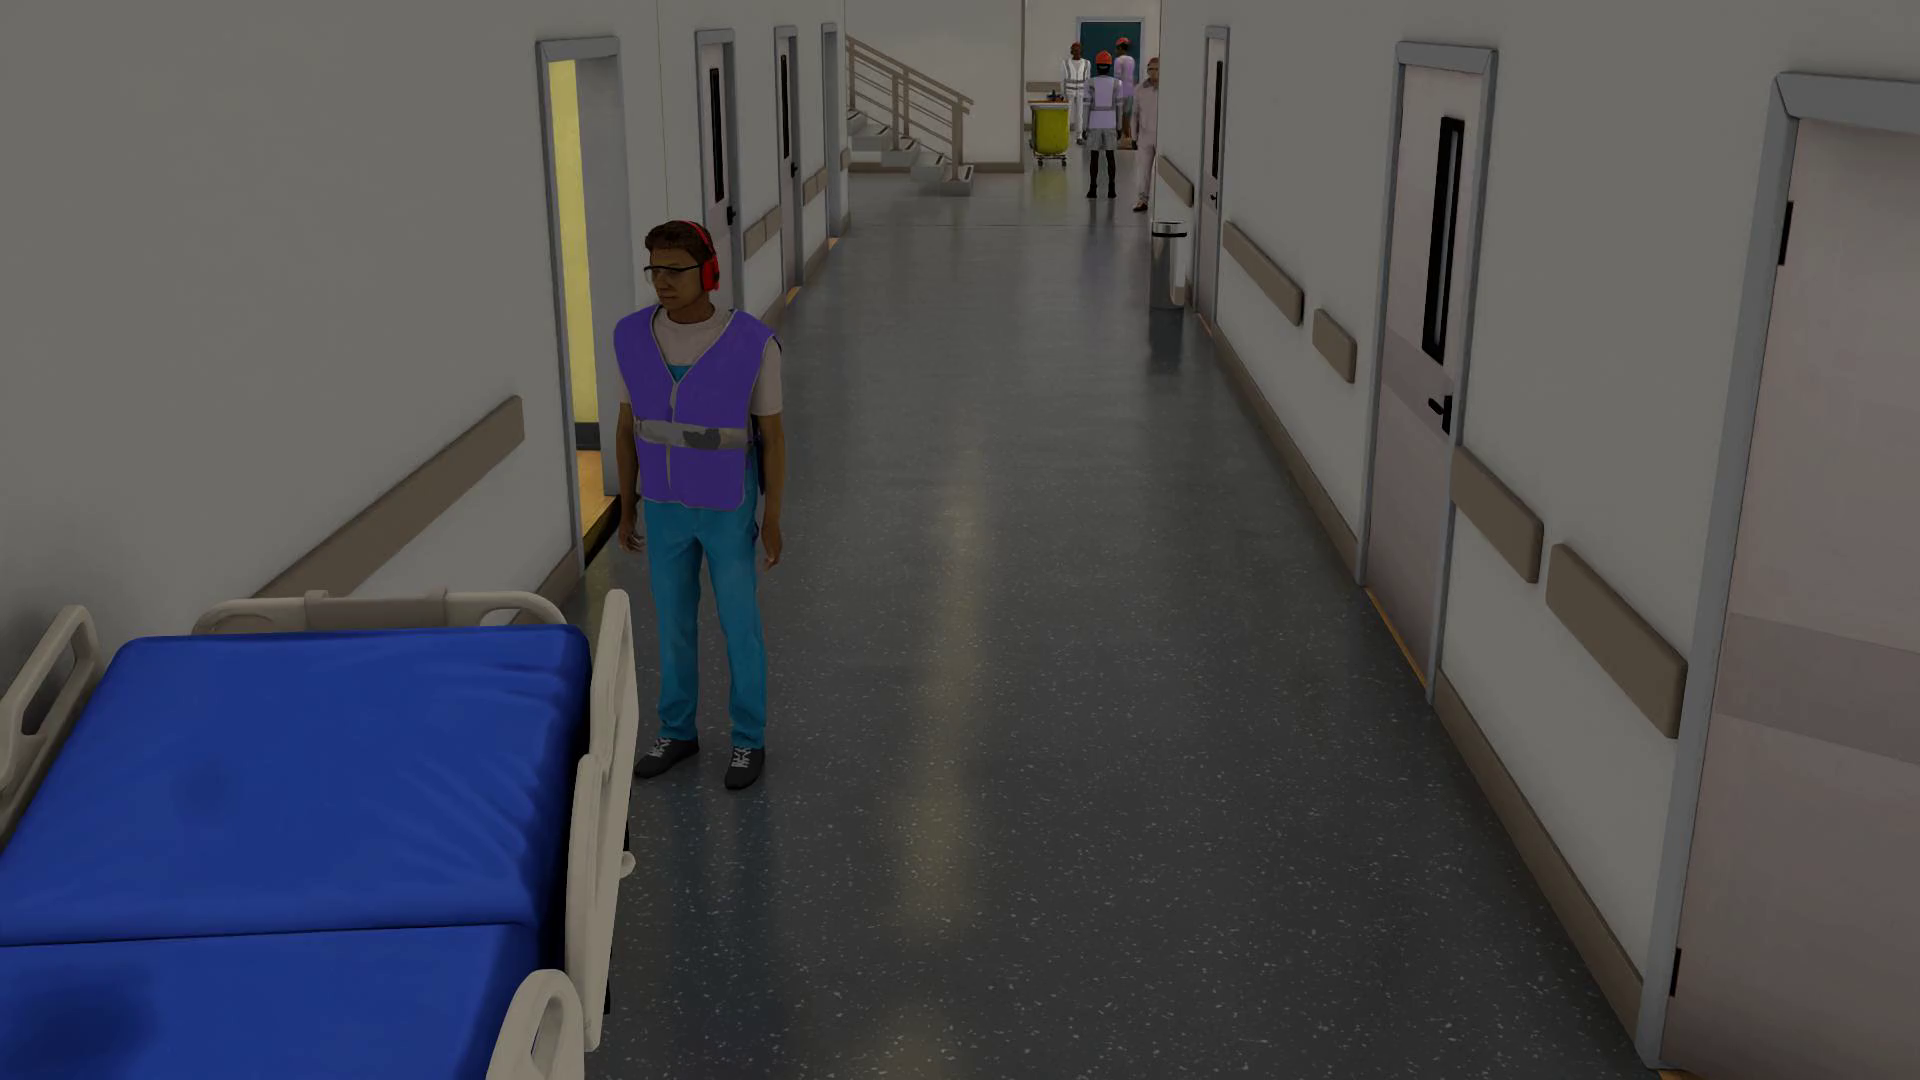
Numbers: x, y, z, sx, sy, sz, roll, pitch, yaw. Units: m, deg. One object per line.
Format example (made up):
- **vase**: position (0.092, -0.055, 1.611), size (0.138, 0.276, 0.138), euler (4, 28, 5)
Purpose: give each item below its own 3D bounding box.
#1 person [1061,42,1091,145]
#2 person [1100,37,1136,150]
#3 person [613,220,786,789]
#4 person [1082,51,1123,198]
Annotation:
- **person**: position (2.181, -8.416, 31.401), size (0.574, 1.882, 0.358), euler (-2, 18, -6)
- **person**: position (2.894, -8.154, 30.412), size (0.723, 1.984, 0.672), euler (14, 23, 38)
- **person**: position (-0.826, -0.105, 5.344), size (0.572, 1.843, 0.373), euler (5, 18, 16)
- **person**: position (1.918, -5.608, 22.485), size (0.552, 1.935, 0.374), euler (-1, 18, -3)
